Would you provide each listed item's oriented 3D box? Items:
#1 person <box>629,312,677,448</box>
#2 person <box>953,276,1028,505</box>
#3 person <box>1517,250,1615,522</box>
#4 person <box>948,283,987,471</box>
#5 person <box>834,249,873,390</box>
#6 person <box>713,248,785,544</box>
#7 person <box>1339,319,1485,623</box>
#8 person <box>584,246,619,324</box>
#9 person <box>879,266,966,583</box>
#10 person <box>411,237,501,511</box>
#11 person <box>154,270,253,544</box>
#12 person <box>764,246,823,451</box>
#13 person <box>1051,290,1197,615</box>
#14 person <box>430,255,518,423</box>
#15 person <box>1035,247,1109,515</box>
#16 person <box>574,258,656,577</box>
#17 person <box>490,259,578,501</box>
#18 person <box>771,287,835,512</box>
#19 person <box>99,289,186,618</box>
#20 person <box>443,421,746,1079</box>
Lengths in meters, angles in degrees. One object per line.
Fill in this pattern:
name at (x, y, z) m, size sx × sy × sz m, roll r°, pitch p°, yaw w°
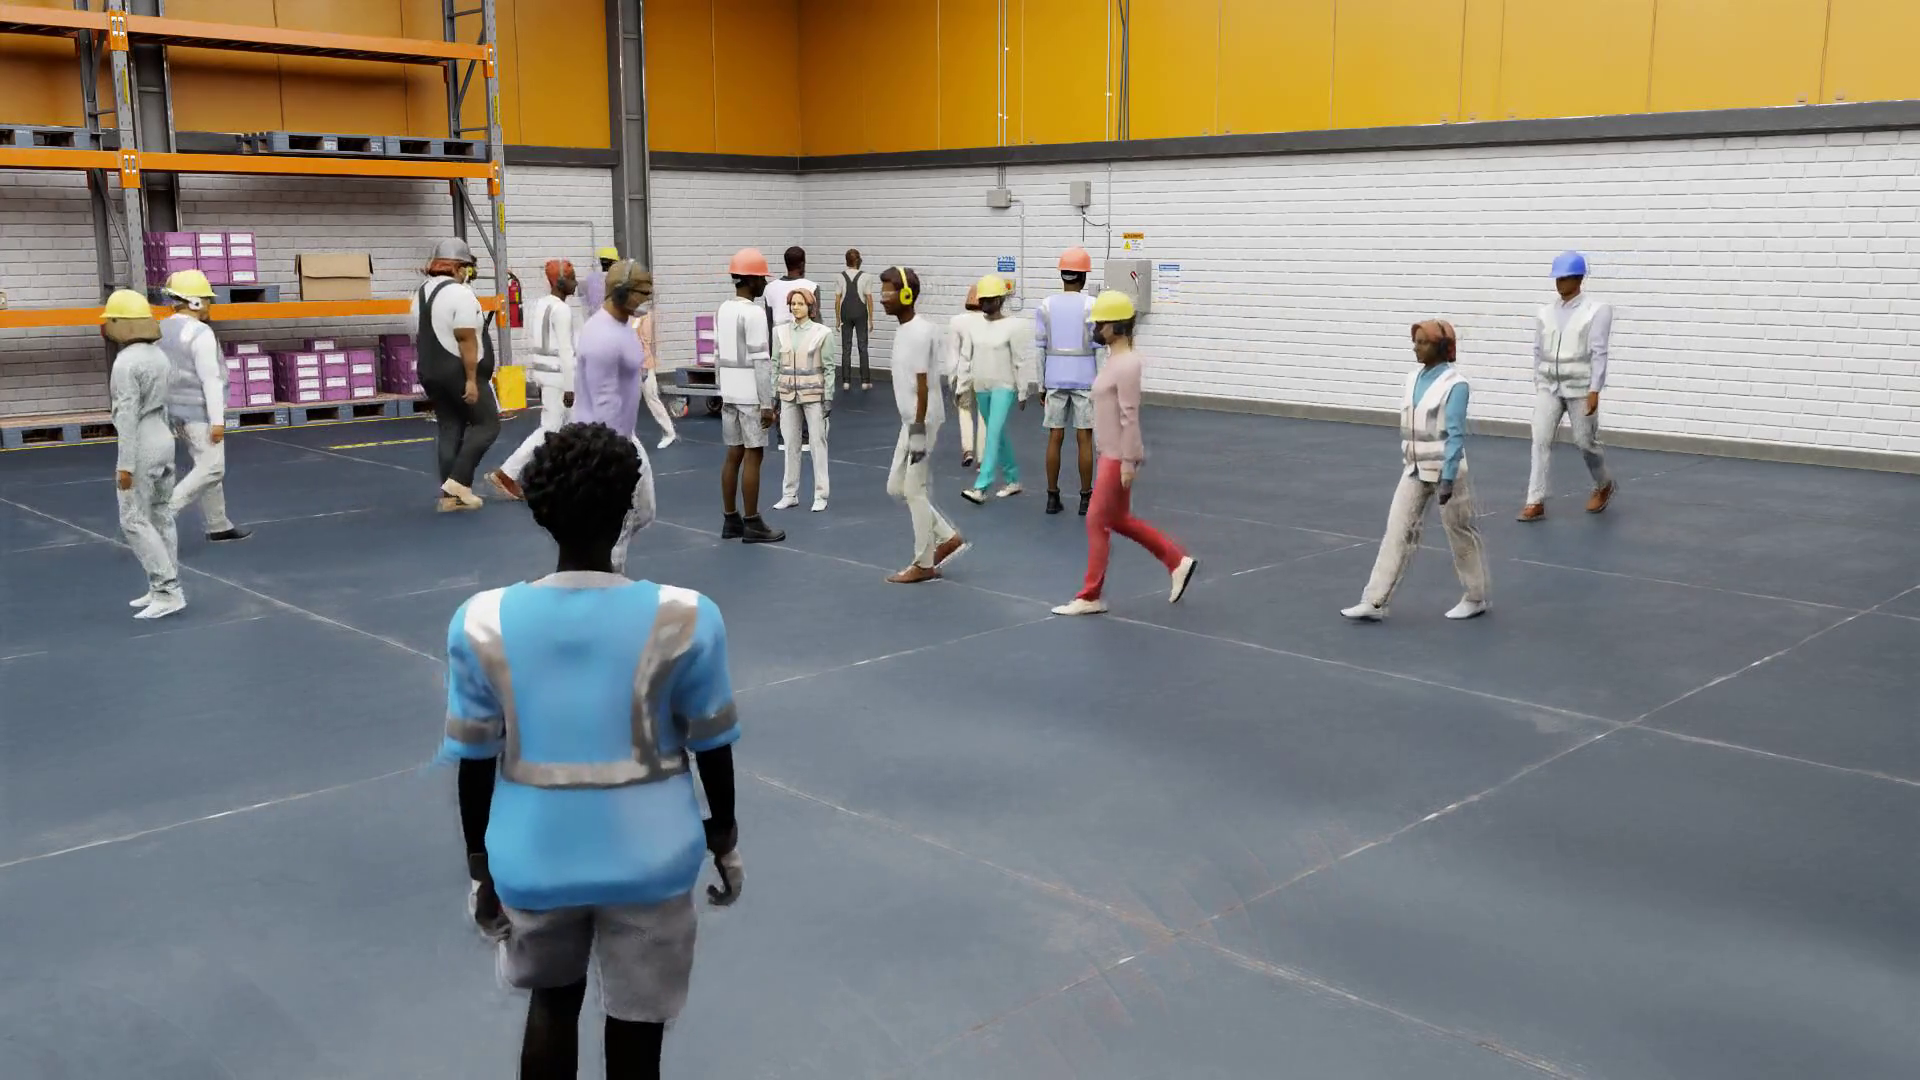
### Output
person at (-3.008, -1.623, 15.605) m, size 0.523 × 1.603 × 0.838 m, roll 8°, pitch 13°, yaw 37°
person at (0.228, -1.133, 12.607) m, size 0.525 × 1.713 × 0.918 m, roll 7°, pitch 13°, yaw 35°
person at (4.371, -1.099, 11.870) m, size 0.906 × 1.921 × 0.599 m, roll -9°, pitch 14°, yaw -42°
person at (0.158, -1.400, 14.326) m, size 0.520 × 1.617 × 0.370 m, roll 0°, pitch 10°, yaw 3°
person at (-1.393, -2.892, 21.856) m, size 0.506 × 1.843 × 0.350 m, roll 1°, pitch 10°, yaw 5°
person at (-1.391, -0.949, 11.004) m, size 0.373 × 1.934 × 0.552 m, roll -8°, pitch 13°, yaw -38°
person at (2.432, -0.348, 8.652) m, size 0.853 × 1.588 × 0.533 m, roll -4°, pitch 11°, yaw -22°
person at (-4.230, -2.533, 19.750) m, size 0.585 × 1.901 × 0.651 m, roll 5°, pitch 12°, yaw 26°
person at (-0.240, -0.660, 9.673) m, size 0.445 × 1.848 × 0.575 m, roll -3°, pitch 11°, yaw -18°
person at (-3.693, -1.222, 12.209) m, size 0.700 × 2.000 × 0.541 m, roll 8°, pitch 13°, yaw 39°
person at (-4.962, -0.822, 10.679) m, size 0.597 × 1.808 × 0.711 m, roll 8°, pitch 13°, yaw 36°
person at (-1.566, -1.793, 15.657) m, size 0.590 × 1.919 × 0.395 m, roll 4°, pitch 11°, yaw 23°
person at (0.894, -0.458, 8.868) m, size 0.746 × 1.740 × 0.529 m, roll -1°, pitch 10°, yaw -4°
person at (-5.333, -2.166, 17.968) m, size 0.971 × 1.823 × 0.540 m, roll -9°, pitch 14°, yaw -40°
person at (0.815, -1.143, 12.059) m, size 0.547 × 1.938 × 0.359 m, roll 4°, pitch 11°, yaw 19°
person at (-1.775, -0.461, 8.430) m, size 0.514 × 1.906 × 0.675 m, roll 0°, pitch 10°, yaw -1°
person at (-3.166, -1.212, 12.704) m, size 0.893 × 1.853 × 0.586 m, roll -5°, pitch 12°, yaw -25°
person at (-1.156, -1.031, 12.248) m, size 0.515 × 1.645 × 0.309 m, roll 4°, pitch 11°, yaw 21°
person at (-4.365, -0.456, 8.865) m, size 0.340 × 1.748 × 0.499 m, roll 0°, pitch 10°, yaw -1°
person at (-0.679, 0.618, 3.168) m, size 0.538 × 1.685 × 0.411 m, roll 0°, pitch 10°, yaw 3°
